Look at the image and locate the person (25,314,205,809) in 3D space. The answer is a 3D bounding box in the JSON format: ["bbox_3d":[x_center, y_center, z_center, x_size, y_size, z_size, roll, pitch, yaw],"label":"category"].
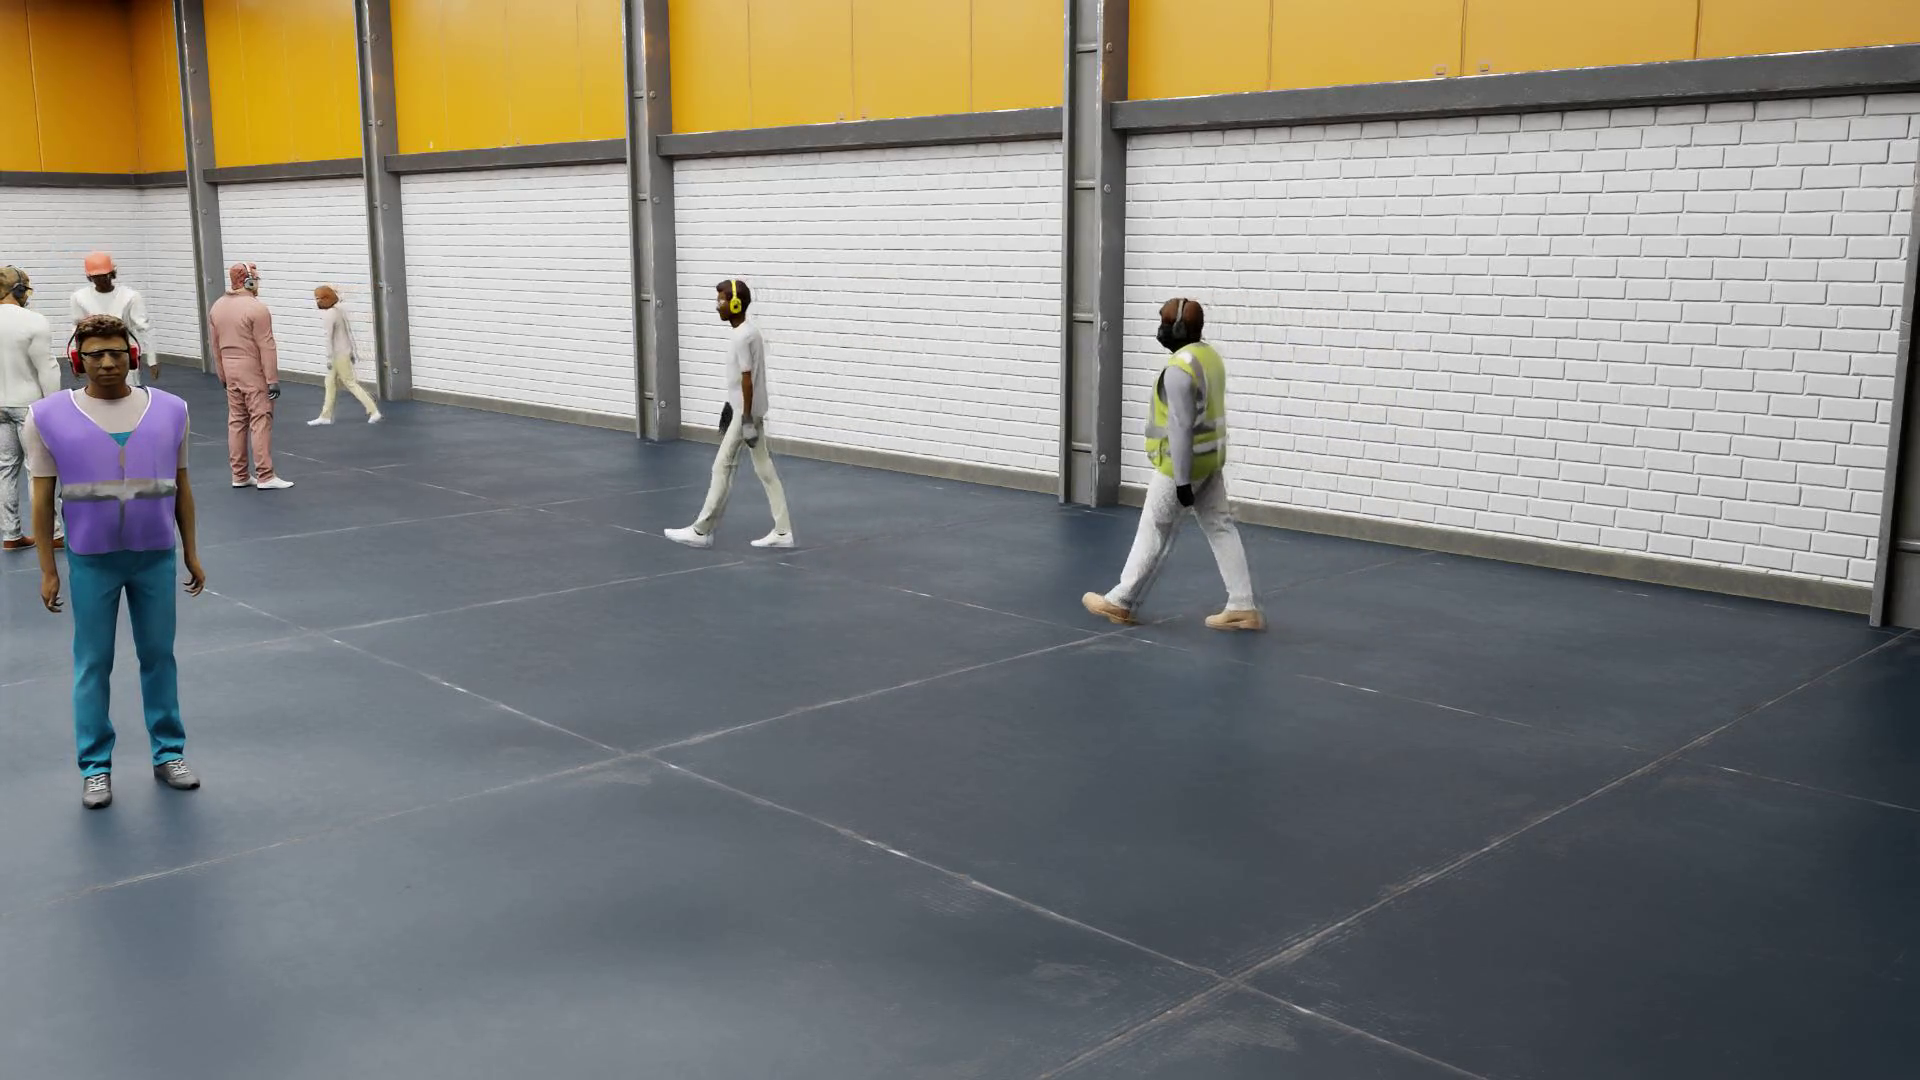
[{"bbox_3d":[-3.182,0.069,6.302,0.571,1.843,0.372,-9,14,-40],"label":"person"}]

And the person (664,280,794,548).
[{"bbox_3d":[-1.567,-0.844,11.315,0.930,1.823,0.545,1,10,4],"label":"person"}]

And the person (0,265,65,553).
[{"bbox_3d":[-6.297,-0.863,11.148,0.627,1.934,0.371,2,11,9],"label":"person"}]

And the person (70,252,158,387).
[{"bbox_3d":[-7.842,-1.671,15.422,0.715,1.966,1.066,-4,11,-20],"label":"person"}]

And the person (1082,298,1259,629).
[{"bbox_3d":[1.194,-0.400,9.012,0.976,1.799,0.616,6,12,30],"label":"person"}]

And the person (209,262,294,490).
[{"bbox_3d":[-5.955,-1.371,13.985,0.655,1.906,0.407,5,12,27],"label":"person"}]

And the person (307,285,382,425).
[{"bbox_3d":[-6.945,-2.078,18.731,0.811,1.582,0.538,-2,11,-10],"label":"person"}]
